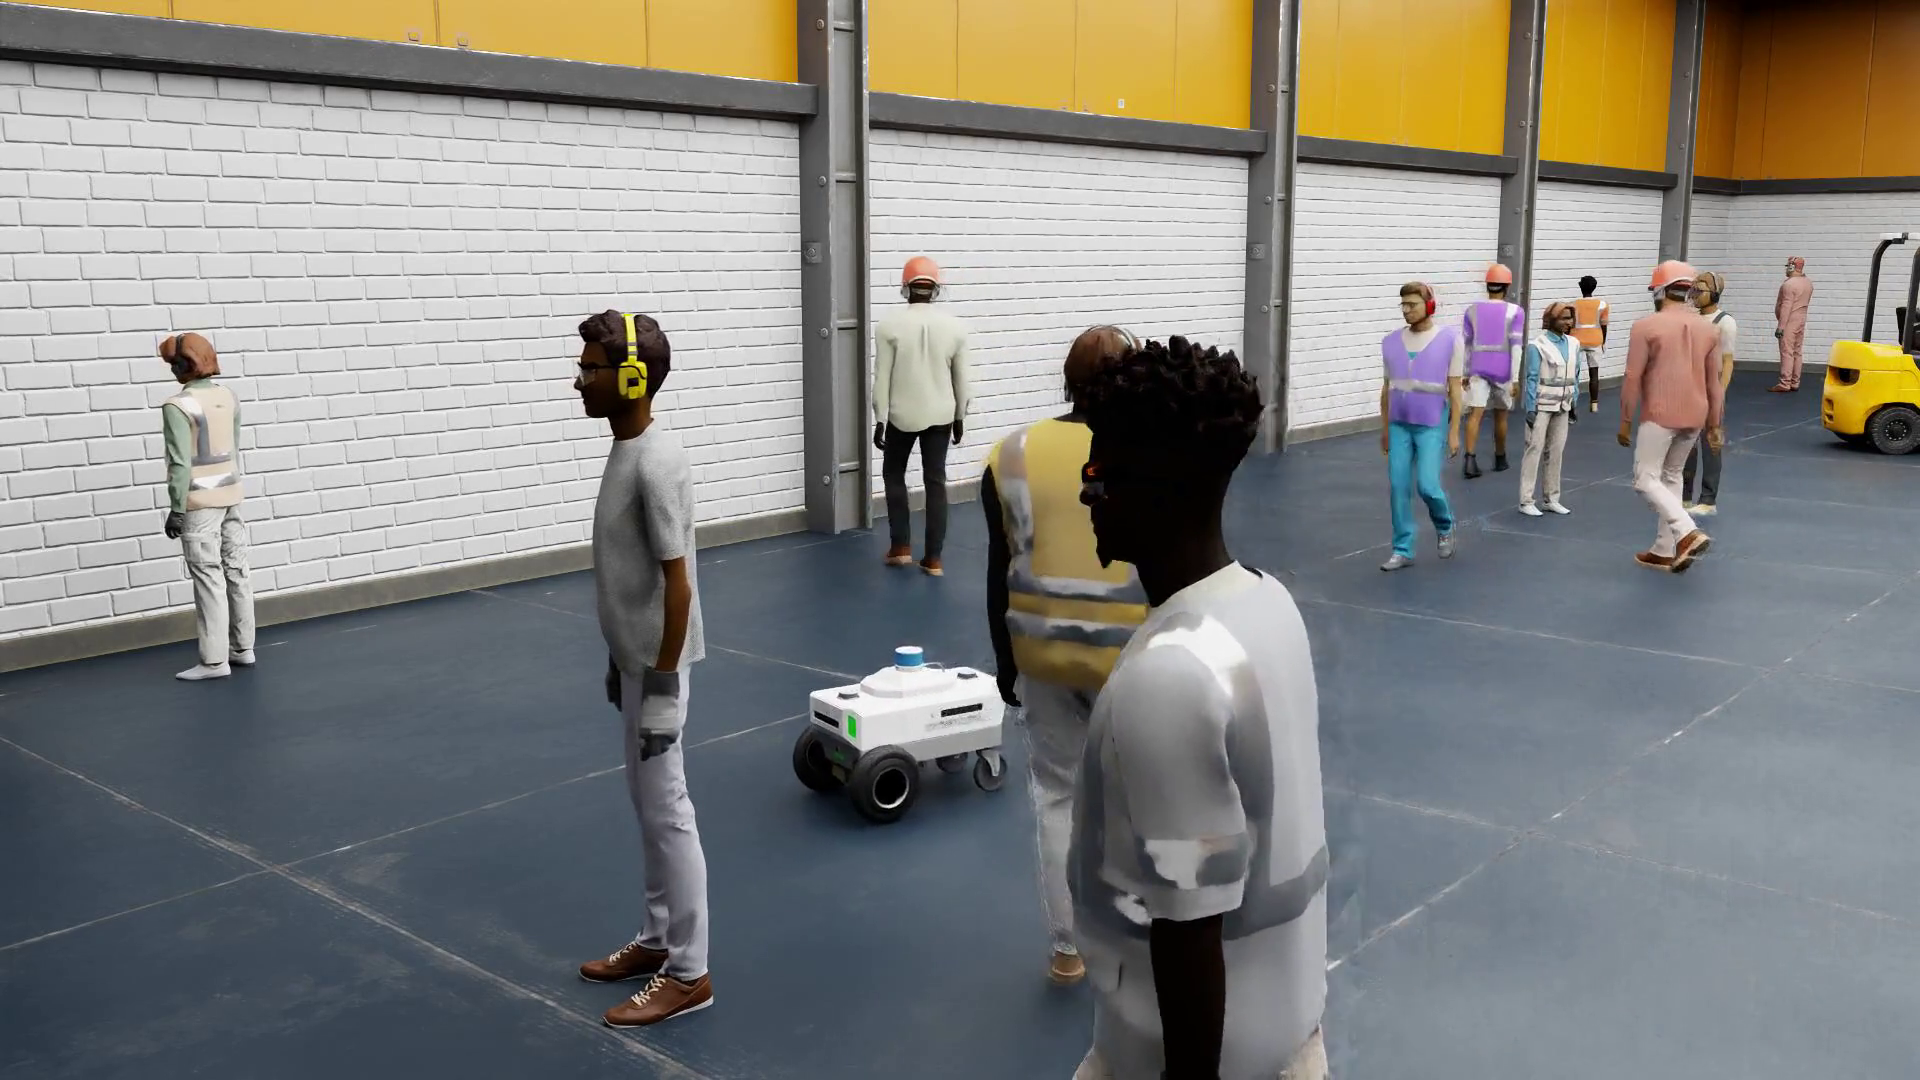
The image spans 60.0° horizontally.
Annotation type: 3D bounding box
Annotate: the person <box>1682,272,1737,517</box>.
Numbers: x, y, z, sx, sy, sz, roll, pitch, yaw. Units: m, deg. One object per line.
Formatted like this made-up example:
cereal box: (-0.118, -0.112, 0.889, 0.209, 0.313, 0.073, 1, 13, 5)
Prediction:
person: (5.616, -1.101, 12.629, 0.345, 1.846, 0.508, -4, 11, -20)

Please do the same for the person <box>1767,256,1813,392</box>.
person: (11.704, -3.034, 23.462, 0.641, 1.908, 0.407, -8, 13, -38)

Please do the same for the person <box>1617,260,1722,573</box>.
person: (4.450, -0.745, 10.295, 0.623, 1.957, 0.758, -3, 10, -17)

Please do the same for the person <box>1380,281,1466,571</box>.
person: (2.910, -0.714, 10.483, 0.584, 1.822, 0.520, 9, 14, 43)

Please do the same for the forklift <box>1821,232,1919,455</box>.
forklift: (9.955, -1.972, 16.595, 2.313, 2.155, 1.214, 1, 10, 8)

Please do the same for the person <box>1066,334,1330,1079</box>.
person: (0.328, 0.660, 2.440, 1.028, 1.915, 0.613, 5, 11, 26)

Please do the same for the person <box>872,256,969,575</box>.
person: (-0.268, -0.785, 10.461, 0.647, 1.968, 0.681, -3, 10, -16)

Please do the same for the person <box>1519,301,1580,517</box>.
person: (4.471, -0.989, 12.608, 0.509, 1.627, 0.323, -5, 11, -28)

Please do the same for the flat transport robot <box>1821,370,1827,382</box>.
flat transport robot: (13.156, -2.332, 24.118, 0.652, 0.197, 1.431, 0, 10, 2)

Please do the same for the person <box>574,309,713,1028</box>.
person: (-0.839, 0.339, 4.359, 0.333, 1.873, 0.520, -4, 11, -20)

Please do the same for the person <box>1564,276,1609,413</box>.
person: (7.728, -2.415, 20.563, 0.534, 1.695, 0.319, 3, 10, 16)

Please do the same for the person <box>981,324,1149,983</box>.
person: (0.366, 0.333, 4.527, 0.627, 1.830, 0.432, 3, 11, 19)

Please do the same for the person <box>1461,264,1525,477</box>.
person: (4.732, -1.512, 14.858, 0.560, 1.892, 0.982, 6, 12, 31)

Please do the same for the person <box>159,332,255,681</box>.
person: (-3.549, -0.157, 7.843, 0.309, 1.639, 0.514, 1, 10, 8)

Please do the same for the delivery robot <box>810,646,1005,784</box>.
delivery robot: (-0.186, 0.637, 6.139, 0.707, 0.478, 0.477, -7, 12, -33)
